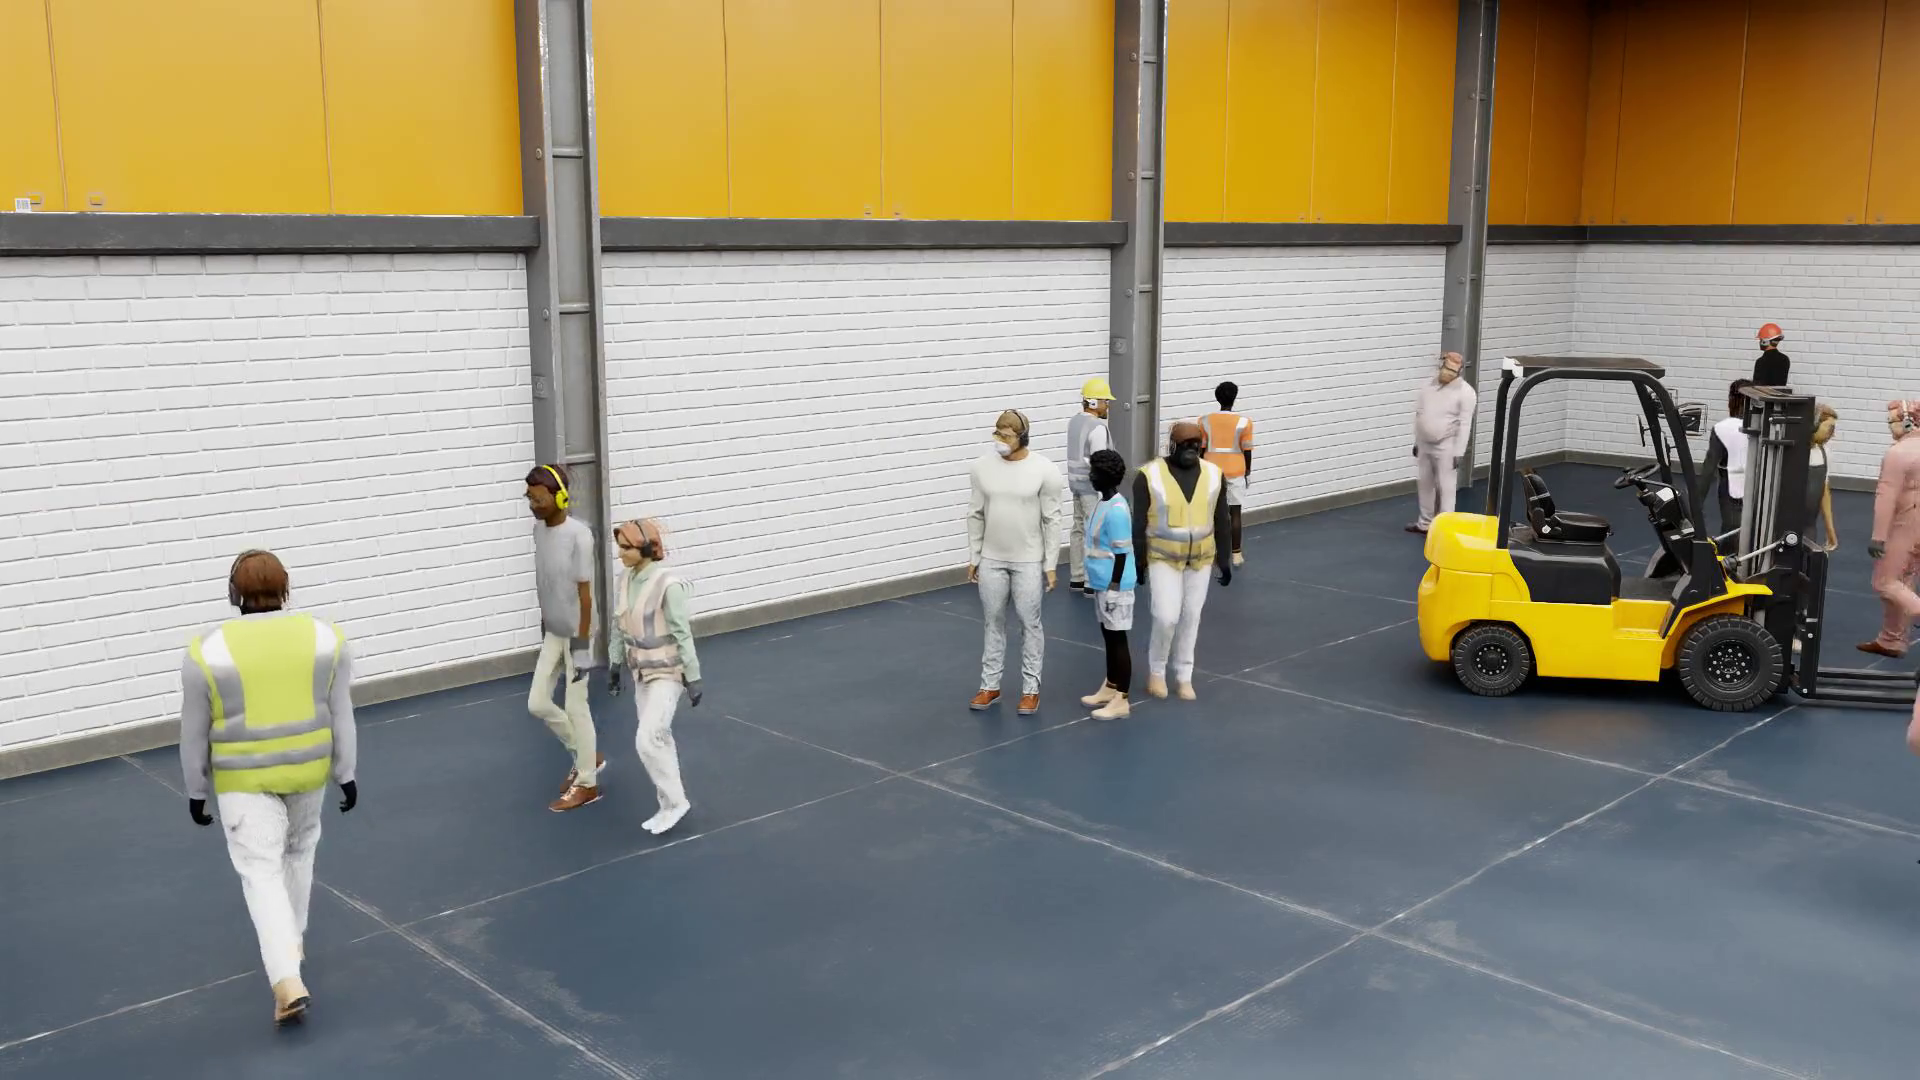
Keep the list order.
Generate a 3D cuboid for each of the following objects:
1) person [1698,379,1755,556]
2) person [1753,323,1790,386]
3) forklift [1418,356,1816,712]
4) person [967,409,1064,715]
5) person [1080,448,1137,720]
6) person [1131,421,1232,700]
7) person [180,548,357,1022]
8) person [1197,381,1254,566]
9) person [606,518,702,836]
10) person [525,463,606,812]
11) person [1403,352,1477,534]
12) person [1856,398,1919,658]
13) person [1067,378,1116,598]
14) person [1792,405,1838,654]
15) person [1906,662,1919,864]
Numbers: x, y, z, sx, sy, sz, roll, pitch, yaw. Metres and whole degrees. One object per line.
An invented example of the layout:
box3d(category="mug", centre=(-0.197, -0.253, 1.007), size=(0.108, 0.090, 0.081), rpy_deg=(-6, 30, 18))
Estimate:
box3d(category="person", centre=(6.257, -0.366, 13.435), size=(0.615, 1.865, 1.024), rpy_deg=(-3, 11, -17))
box3d(category="person", centre=(9.372, -1.519, 19.351), size=(0.614, 1.993, 0.395), rpy_deg=(-8, 13, -35))
box3d(category="forklift", centre=(4.276, -0.101, 11.076), size=(2.313, 2.155, 1.214), rpy_deg=(2, 11, 13))
box3d(category="person", centre=(0.335, 0.136, 10.493), size=(0.627, 1.936, 0.373), rpy_deg=(4, 11, 22))
box3d(category="person", centre=(0.936, 0.272, 10.387), size=(0.322, 1.699, 0.536), rpy_deg=(-1, 10, -4))
box3d(category="person", centre=(1.440, 0.139, 10.785), size=(0.646, 1.827, 0.444), rpy_deg=(-2, 11, -13))
box3d(category="person", centre=(-2.688, 0.932, 6.529), size=(0.634, 1.807, 0.940), rpy_deg=(-8, 13, -36))
box3d(category="person", centre=(2.415, -0.603, 15.198), size=(0.528, 1.691, 0.320), rpy_deg=(3, 11, 18))
box3d(category="person", centre=(-1.532, 0.691, 8.312), size=(0.409, 1.619, 0.564), rpy_deg=(-10, 14, -43))
box3d(category="person", centre=(-2.070, 0.511, 8.690), size=(0.553, 1.847, 0.380), rpy_deg=(9, 14, 40))
box3d(category="person", centre=(4.706, -0.930, 16.504), size=(0.400, 1.881, 0.798), rpy_deg=(-6, 12, -31))
box3d(category="person", centre=(6.719, -0.057, 11.695), size=(0.658, 1.877, 0.626), rpy_deg=(-7, 12, -33))
box3d(category="person", centre=(1.107, -0.438, 13.905), size=(0.404, 1.827, 0.599), rpy_deg=(-4, 11, -20))
box3d(category="person", centre=(6.022, -0.071, 11.985), size=(0.524, 1.808, 0.381), rpy_deg=(-5, 12, -25))
box3d(category="person", centre=(4.867, 0.625, 7.925), size=(0.516, 1.894, 0.662), rpy_deg=(-3, 11, -14))
